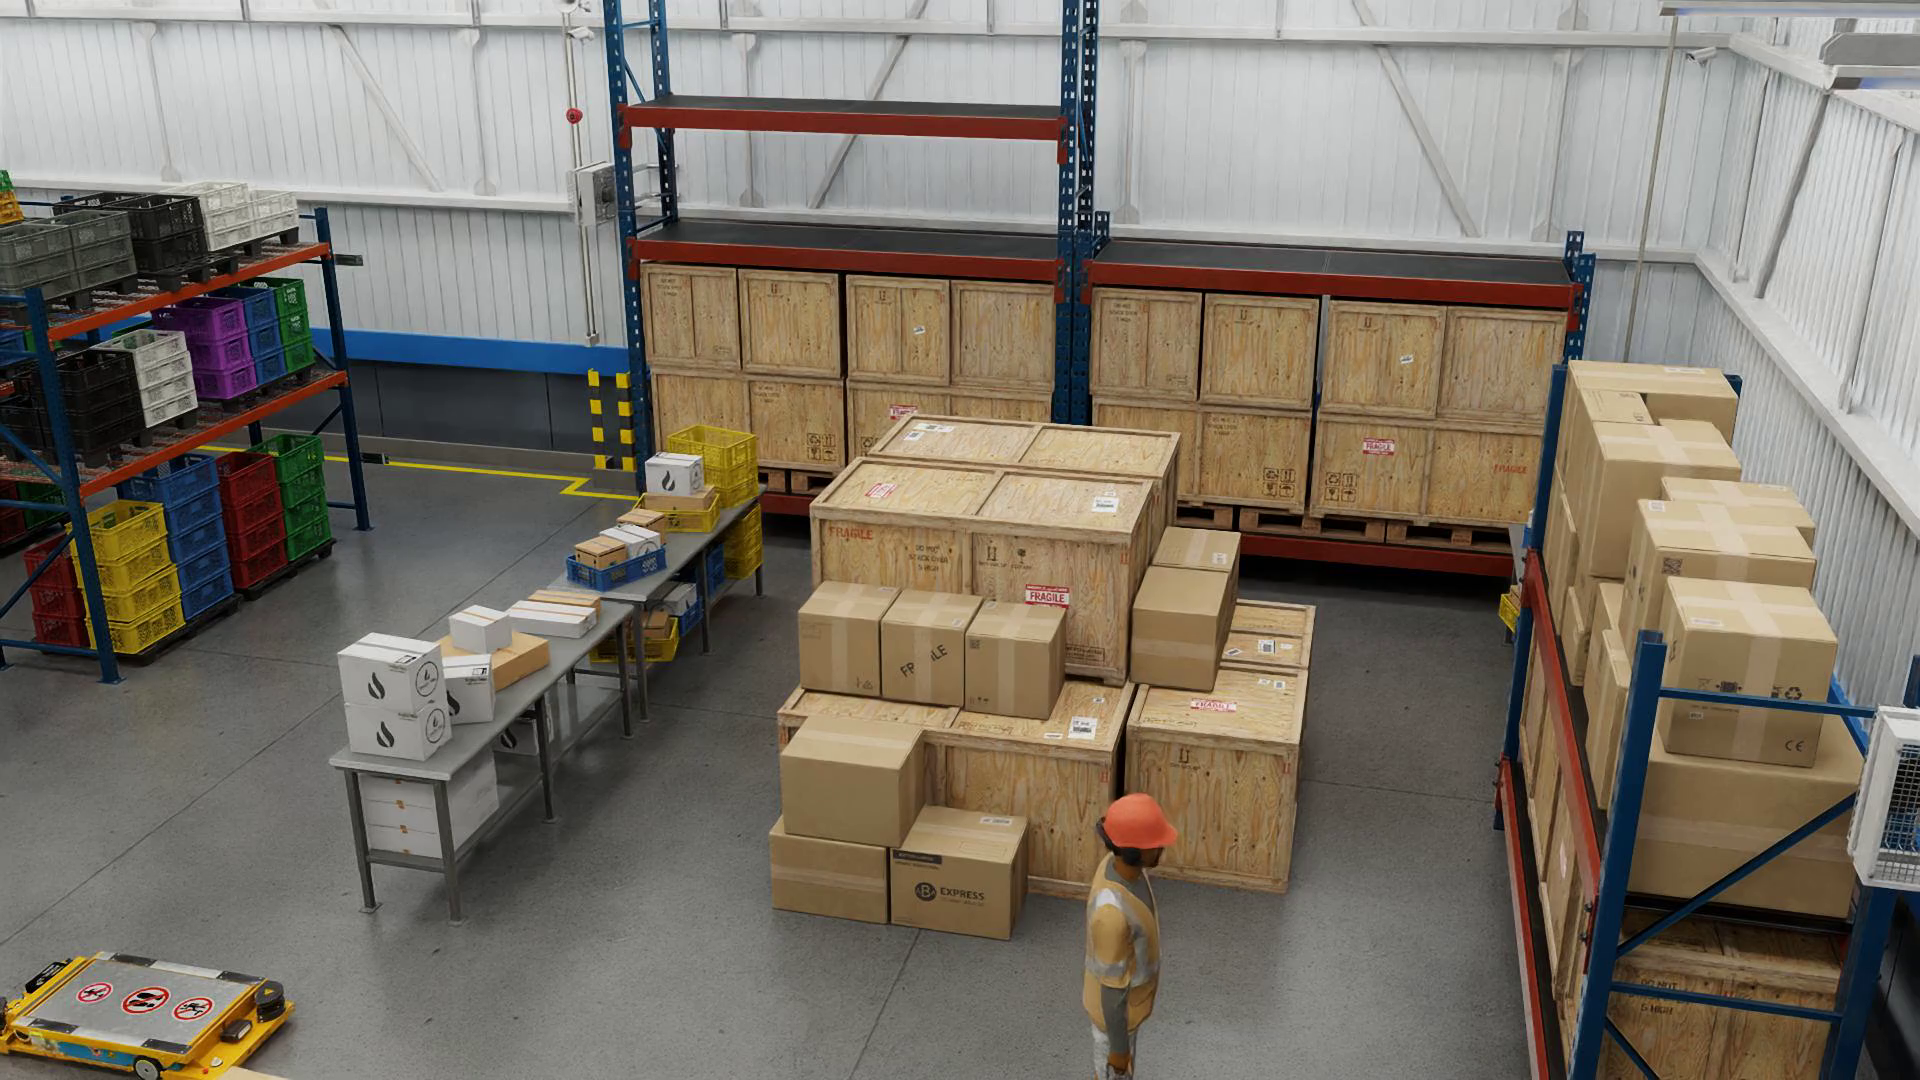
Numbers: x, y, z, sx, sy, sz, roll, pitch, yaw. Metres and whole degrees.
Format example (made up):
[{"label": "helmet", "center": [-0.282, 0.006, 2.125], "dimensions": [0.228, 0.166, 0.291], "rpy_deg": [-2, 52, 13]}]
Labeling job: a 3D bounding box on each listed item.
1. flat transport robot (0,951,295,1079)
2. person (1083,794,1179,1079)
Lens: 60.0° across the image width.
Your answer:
[{"label": "flat transport robot", "center": [-4.270, 2.464, 8.601], "dimensions": [1.431, 0.231, 0.659], "rpy_deg": [5, 22, 13]}, {"label": "person", "center": [0.731, 2.023, 7.274], "dimensions": [0.377, 2.042, 0.607], "rpy_deg": [4, 21, 9]}]
